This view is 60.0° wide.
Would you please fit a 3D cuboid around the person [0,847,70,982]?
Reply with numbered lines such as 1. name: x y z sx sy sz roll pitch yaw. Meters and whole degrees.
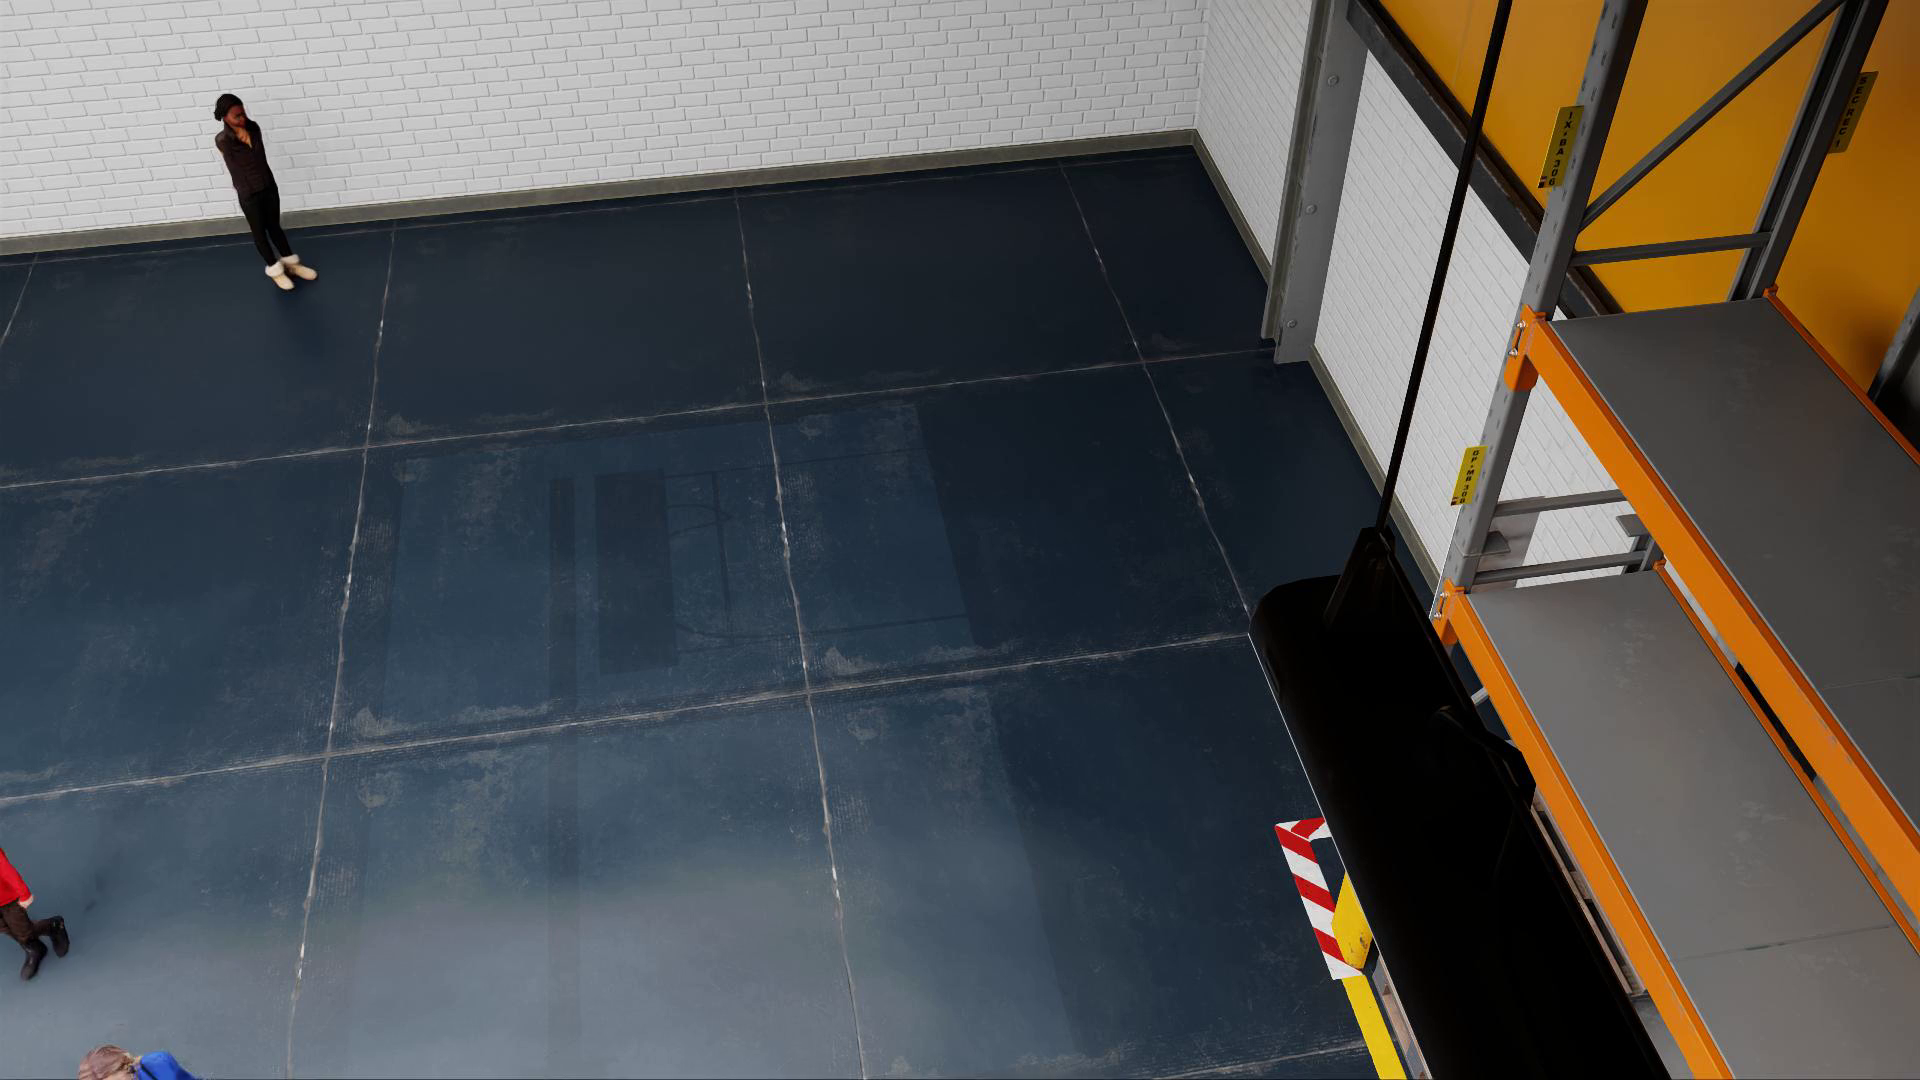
1. person: -5.112 1.845 8.875 0.558 1.275 0.617 3 44 3

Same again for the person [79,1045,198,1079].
1. person: -3.602 2.738 7.642 0.907 1.682 0.839 18 47 18

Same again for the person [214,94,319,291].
1. person: -5.718 -2.843 13.521 0.768 1.655 0.820 -34 53 -30
